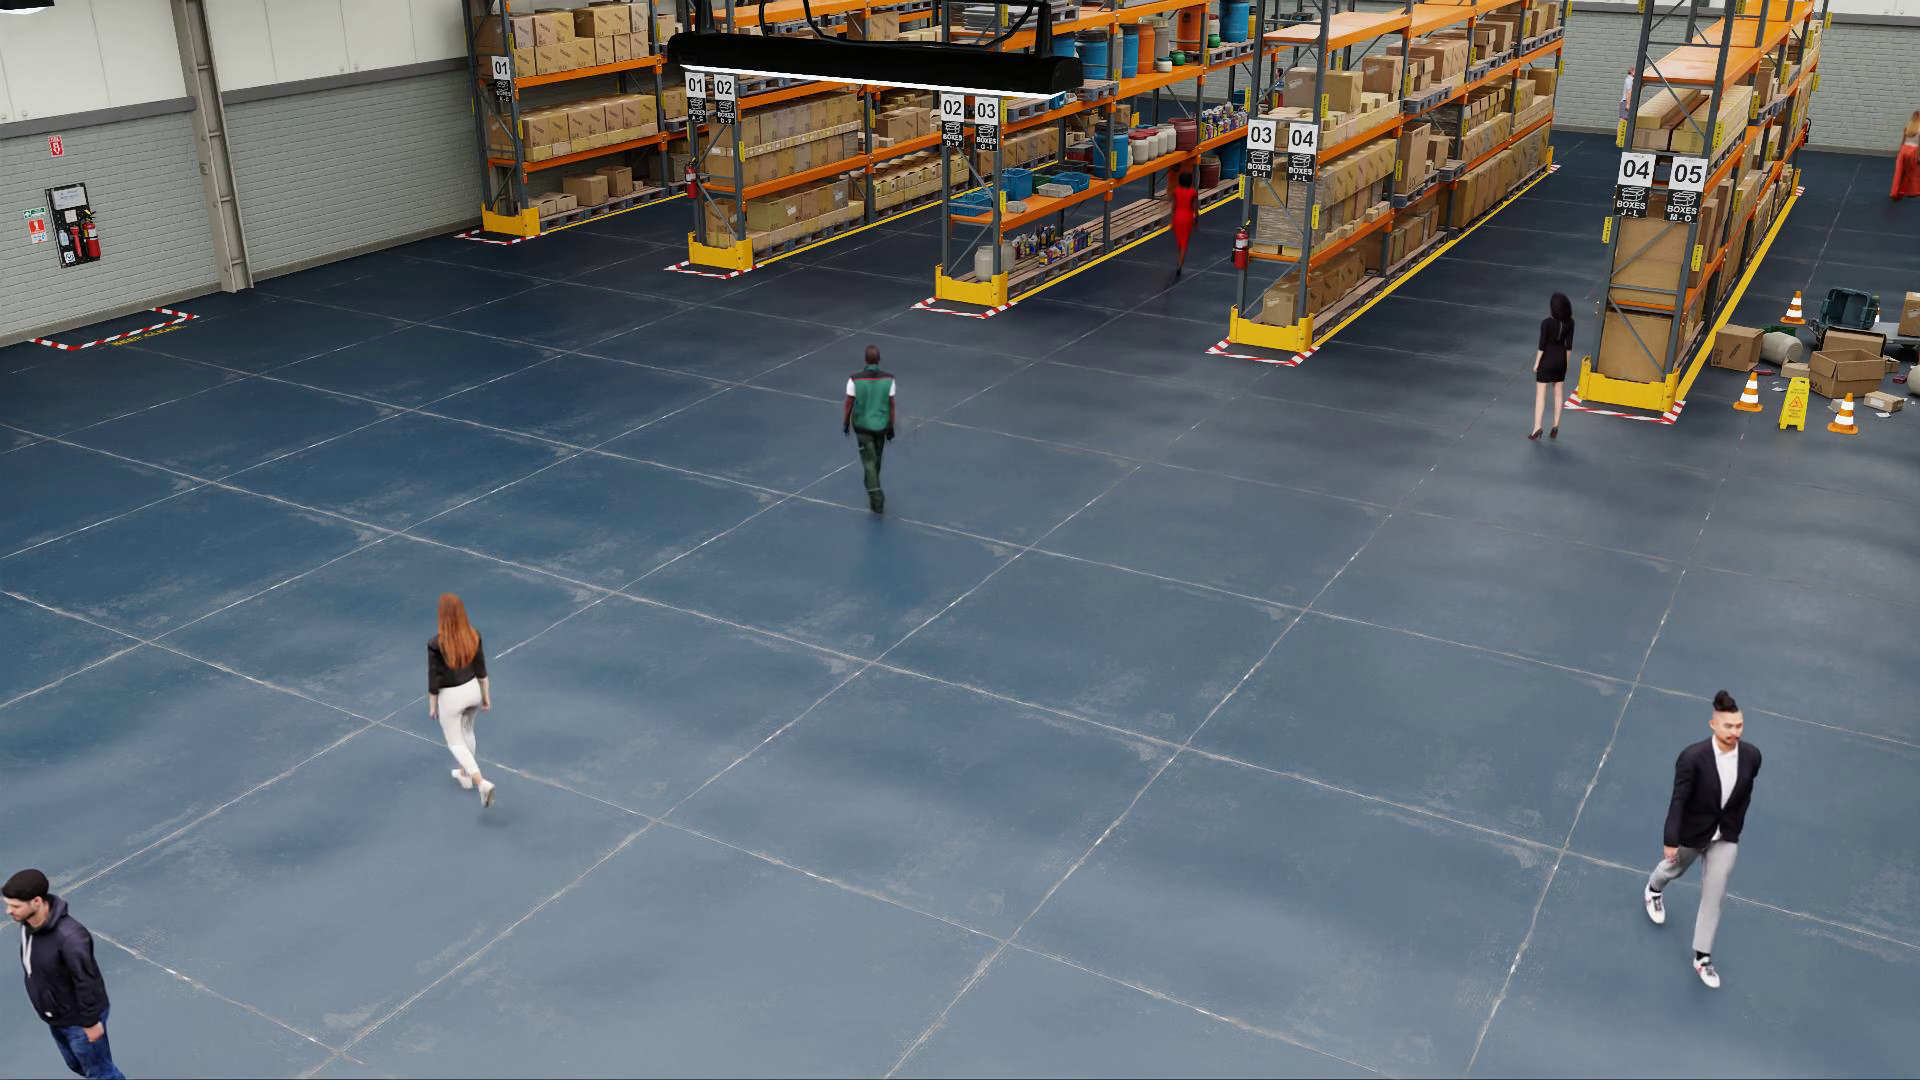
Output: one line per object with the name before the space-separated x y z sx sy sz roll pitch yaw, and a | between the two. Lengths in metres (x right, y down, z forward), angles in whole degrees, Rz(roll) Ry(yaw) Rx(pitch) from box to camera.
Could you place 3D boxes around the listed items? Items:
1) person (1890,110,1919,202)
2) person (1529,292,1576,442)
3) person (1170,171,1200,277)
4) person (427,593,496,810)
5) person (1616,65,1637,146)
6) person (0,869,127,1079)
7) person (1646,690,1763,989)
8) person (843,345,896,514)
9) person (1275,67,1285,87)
person | 18.892 -7.653 33.218 1.177 1.779 0.983 -13 26 -28
person | 7.160 -2.096 20.119 0.669 1.803 0.704 -4 23 -9
person | 3.688 -5.196 27.536 0.765 1.703 1.130 7 24 15
person | -3.728 1.222 12.470 1.040 1.682 0.869 -19 29 -37
person | 15.813 -10.335 39.459 0.713 1.830 0.489 12 26 26
person | -4.833 2.551 9.095 0.692 1.879 0.628 16 28 33
person | 4.782 1.814 10.790 1.126 1.907 1.357 1 23 2
person | -0.948 -1.159 17.923 1.205 1.796 1.244 -6 24 -15
person | 7.639 -10.623 40.366 0.665 1.650 0.672 -15 27 -31
